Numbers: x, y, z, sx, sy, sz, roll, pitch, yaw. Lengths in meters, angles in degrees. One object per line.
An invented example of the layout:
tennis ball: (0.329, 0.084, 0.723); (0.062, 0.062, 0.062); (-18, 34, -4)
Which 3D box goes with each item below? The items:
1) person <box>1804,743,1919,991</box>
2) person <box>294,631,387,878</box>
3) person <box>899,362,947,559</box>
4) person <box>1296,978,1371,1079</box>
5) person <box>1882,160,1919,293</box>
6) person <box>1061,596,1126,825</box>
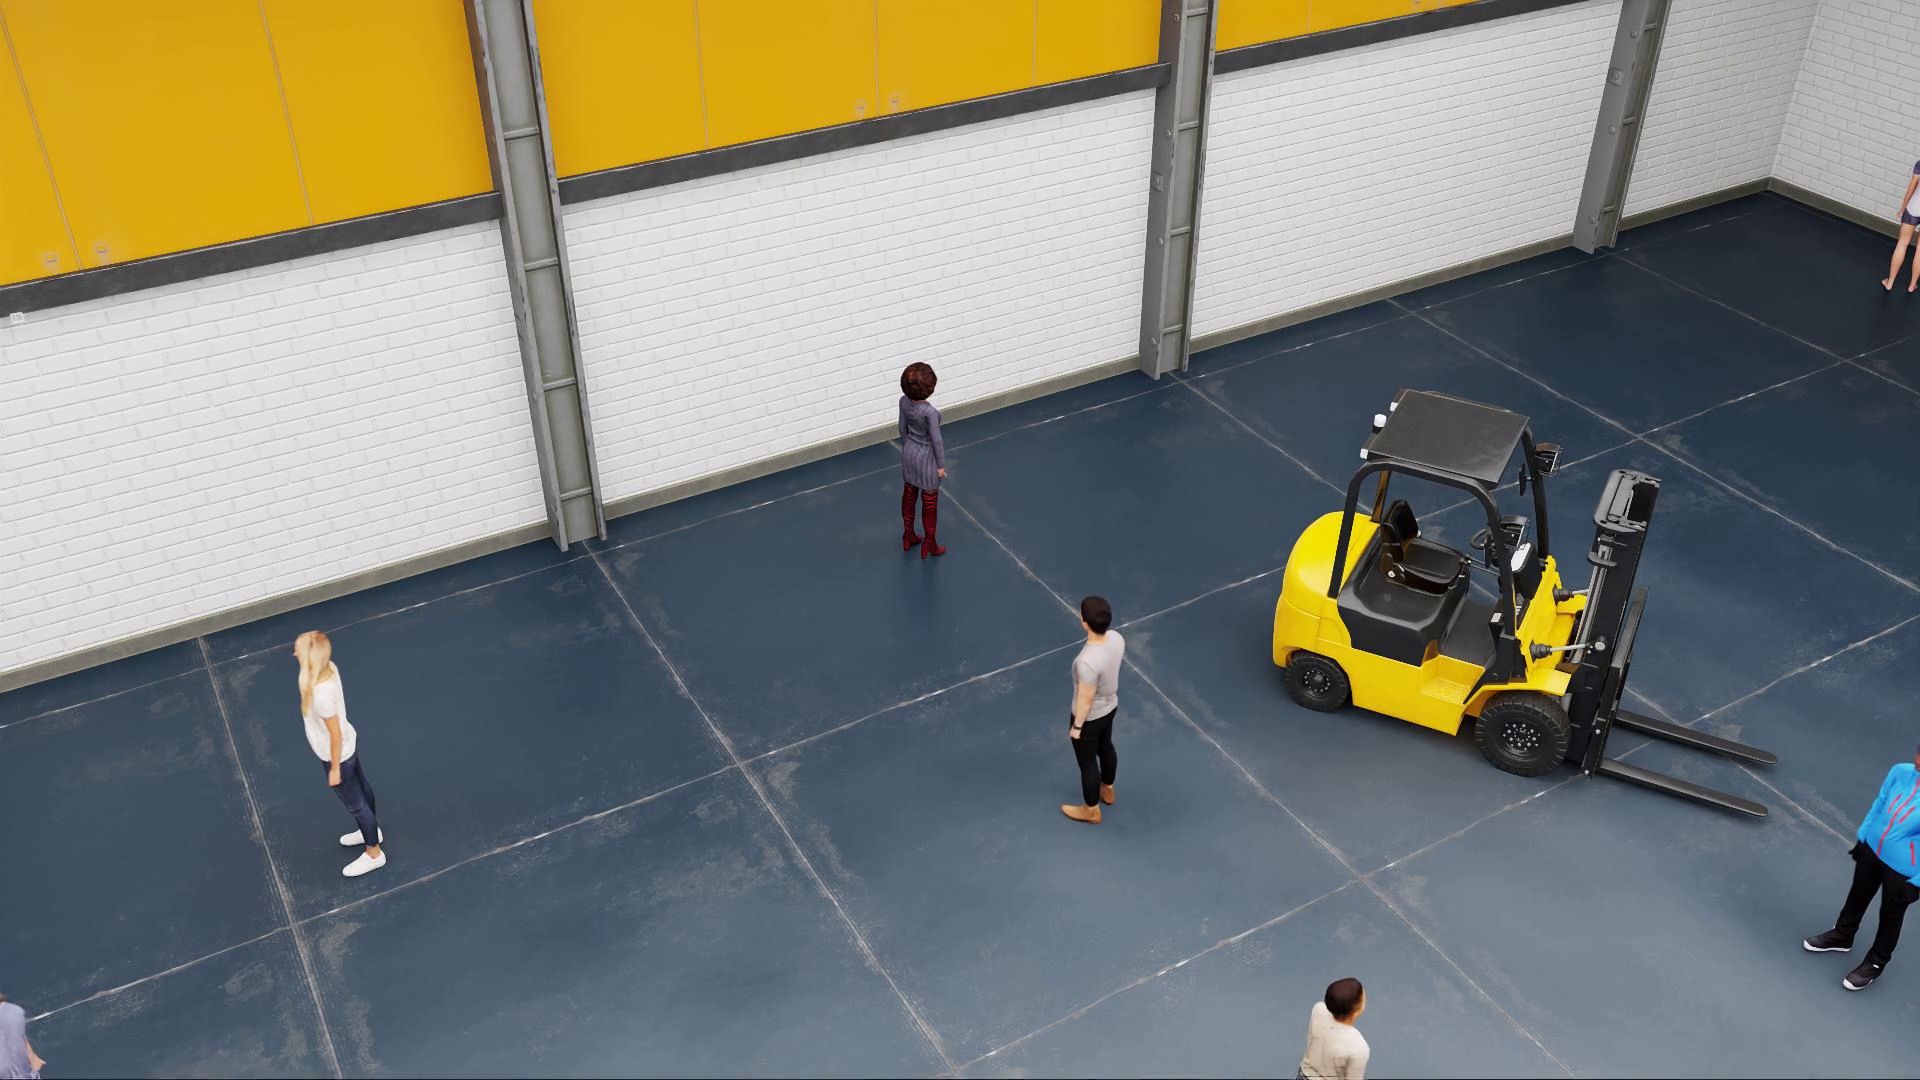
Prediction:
person: (5.369, 1.813, 9.530); (0.586, 1.794, 0.648); (-12, 35, -17)
person: (-3.834, 1.297, 10.295); (0.571, 1.808, 0.642); (-10, 35, -15)
person: (-0.316, -0.634, 13.288); (0.637, 1.711, 0.608); (27, 42, 34)
person: (1.788, 2.783, 8.379); (0.582, 1.453, 0.600); (-25, 41, -33)
person: (10.141, -3.456, 17.516); (0.691, 1.729, 0.735); (11, 35, 17)
person: (0.867, 1.085, 10.696); (0.740, 1.717, 0.604); (21, 39, 29)
